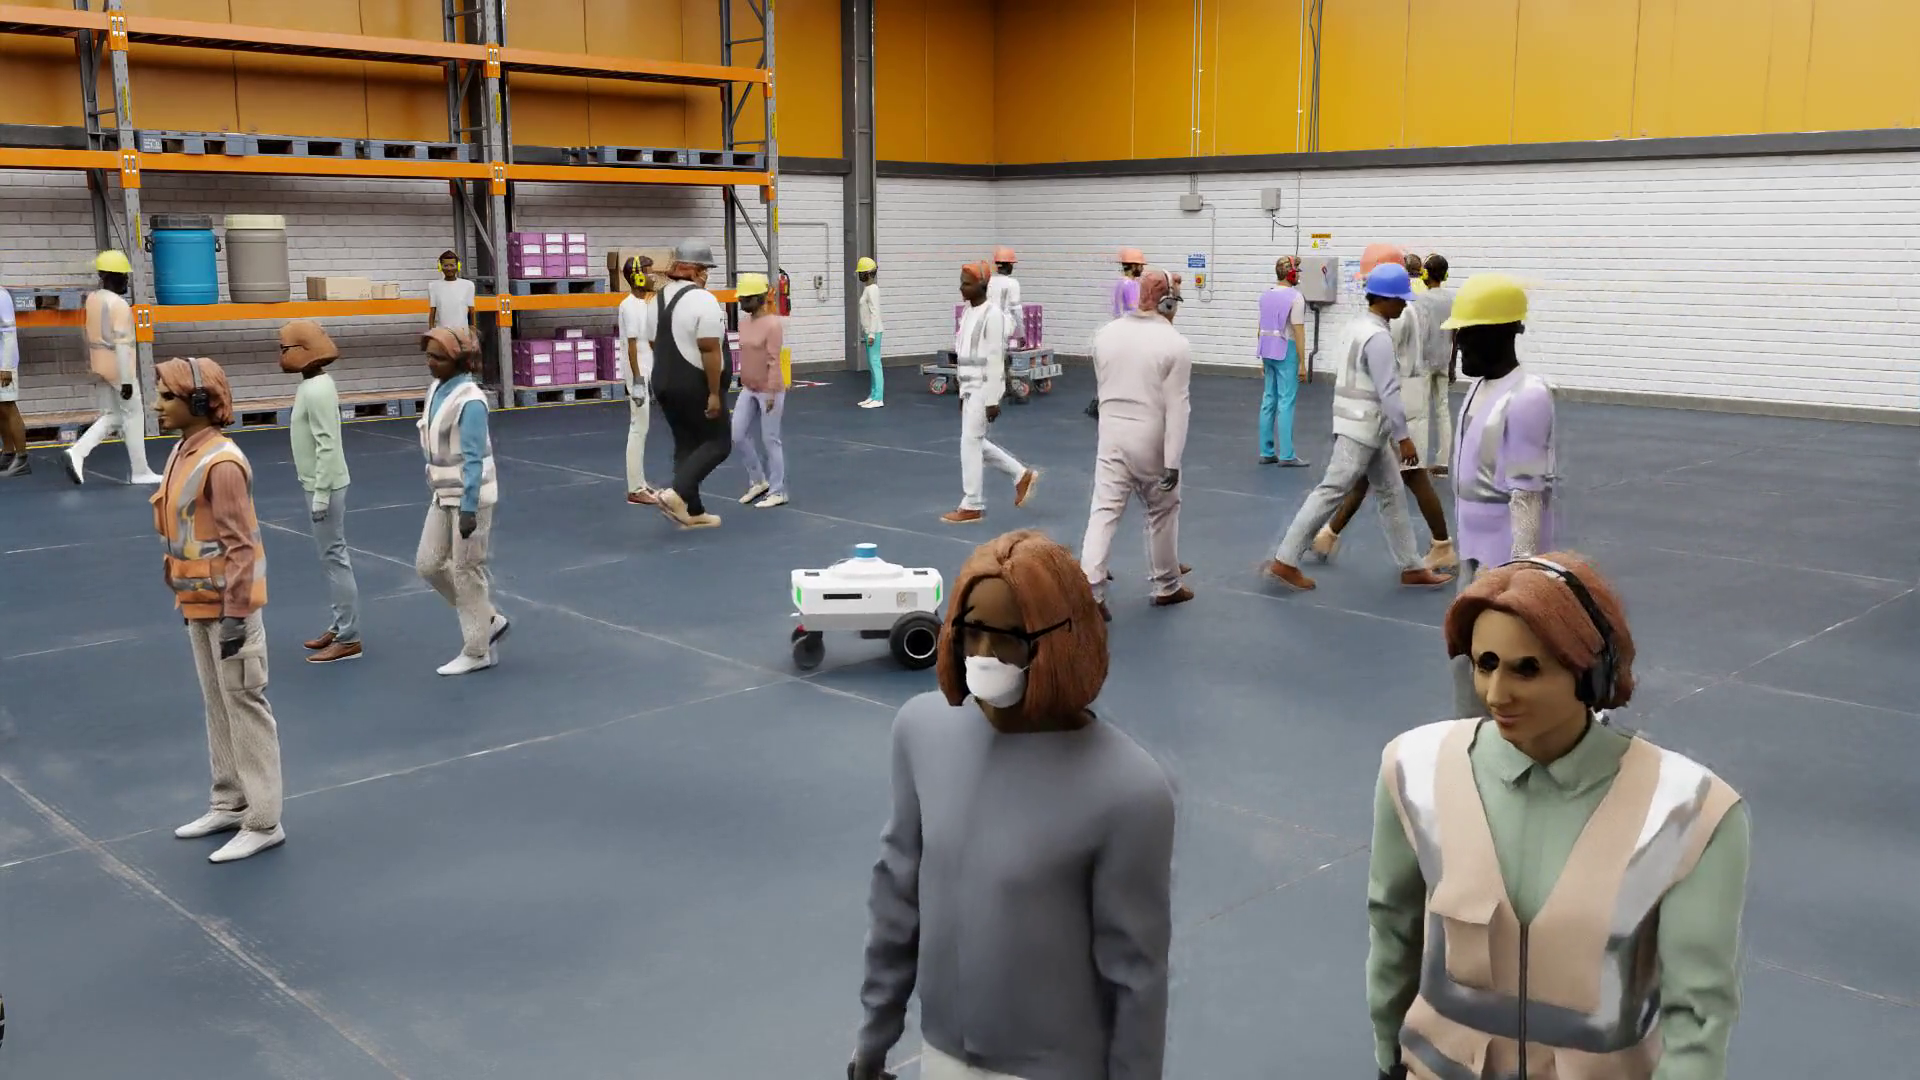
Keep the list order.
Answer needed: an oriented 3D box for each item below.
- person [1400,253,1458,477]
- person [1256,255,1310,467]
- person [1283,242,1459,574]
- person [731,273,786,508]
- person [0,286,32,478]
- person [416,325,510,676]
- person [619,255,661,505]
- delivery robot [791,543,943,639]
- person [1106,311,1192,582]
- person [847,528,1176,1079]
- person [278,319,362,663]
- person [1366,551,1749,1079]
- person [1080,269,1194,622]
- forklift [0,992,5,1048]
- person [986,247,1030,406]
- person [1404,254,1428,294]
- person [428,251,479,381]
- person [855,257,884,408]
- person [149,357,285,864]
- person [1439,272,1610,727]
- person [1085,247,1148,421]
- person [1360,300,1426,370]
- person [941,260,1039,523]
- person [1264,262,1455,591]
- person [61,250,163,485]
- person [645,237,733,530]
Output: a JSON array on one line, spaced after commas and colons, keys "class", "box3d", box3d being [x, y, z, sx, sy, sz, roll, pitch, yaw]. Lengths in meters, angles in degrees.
[{"class": "person", "box3d": [3.922, -1.447, 13.899, 0.517, 1.873, 0.328, -3, 11, -18]}, {"class": "person", "box3d": [2.813, -1.561, 14.583, 0.391, 1.848, 0.563, -5, 12, -27]}, {"class": "person", "box3d": [2.523, -0.783, 9.987, 1.081, 1.973, 0.606, 3, 11, 13]}, {"class": "person", "box3d": [-1.489, -1.097, 12.327, 0.549, 1.748, 0.427, 10, 14, 44]}, {"class": "person", "box3d": [-8.106, -1.488, 13.942, 0.552, 1.934, 0.373, 10, 14, 42]}, {"class": "person", "box3d": [-2.295, -0.169, 7.587, 0.357, 1.617, 0.544, -8, 13, -36]}, {"class": "person", "box3d": [-2.402, -1.206, 12.582, 0.328, 1.873, 0.515, -1, 10, -5]}, {"class": "delivery robot", "box3d": [-0.447, 0.261, 7.902, 0.707, 0.478, 0.477, -2, 11, -7]}, {"class": "person", "box3d": [1.027, -0.547, 9.731, 0.765, 1.598, 0.514, -10, 14, -42]}, {"class": "person", "box3d": [0.114, 0.764, 2.525, 0.501, 1.611, 0.706, 9, 14, 42]}, {"class": "person", "box3d": [-3.055, -0.234, 7.932, 0.280, 1.631, 0.504, -4, 11, -21]}, {"class": "person", "box3d": [0.750, 0.821, 2.234, 0.507, 1.606, 0.737, 6, 12, 29]}, {"class": "person", "box3d": [0.947, -0.495, 8.794, 0.627, 1.856, 1.008, 7, 13, 35]}, {"class": "forklift", "box3d": [-3.245, 0.323, 3.363, 2.313, 2.155, 1.214, 2, 11, 13]}, {"class": "person", "box3d": [0.478, -2.467, 19.441, 1.008, 1.888, 0.568, -10, 14, -44]}, {"class": "person", "box3d": [4.876, -2.171, 17.989, 0.632, 1.830, 0.521, -1, 10, -5]}, {"class": "person", "box3d": [-5.471, -2.185, 17.967, 0.515, 1.861, 0.320, -2, 11, -13]}, {"class": "person", "box3d": [-1.063, -2.428, 19.550, 0.329, 1.763, 0.523, -1, 10, -7]}, {"class": "person", "box3d": [-2.418, 0.224, 5.416, 0.315, 1.640, 0.514, -9, 13, -39]}, {"class": "person", "box3d": [1.938, 0.027, 5.790, 0.655, 1.904, 0.614, 0, 10, 1]}, {"class": "person", "box3d": [1.807, -2.213, 18.007, 0.931, 1.904, 0.556, 0, 10, 1]}, {"class": "person", "box3d": [3.479, -1.325, 13.403, 0.602, 1.816, 0.603, -3, 11, -17]}, {"class": "person", "box3d": [0.219, -1.048, 11.770, 0.717, 1.860, 0.579, -3, 11, -18]}, {"class": "person", "box3d": [2.254, -0.615, 9.400, 1.083, 1.887, 0.605, 2, 11, 9]}, {"class": "person", "box3d": [-6.823, -1.361, 13.328, 0.602, 1.908, 0.726, 8, 13, 37]}, {"class": "person", "box3d": [-1.848, -1.057, 11.310, 0.692, 2.000, 0.643, 10, 14, 43]}]
